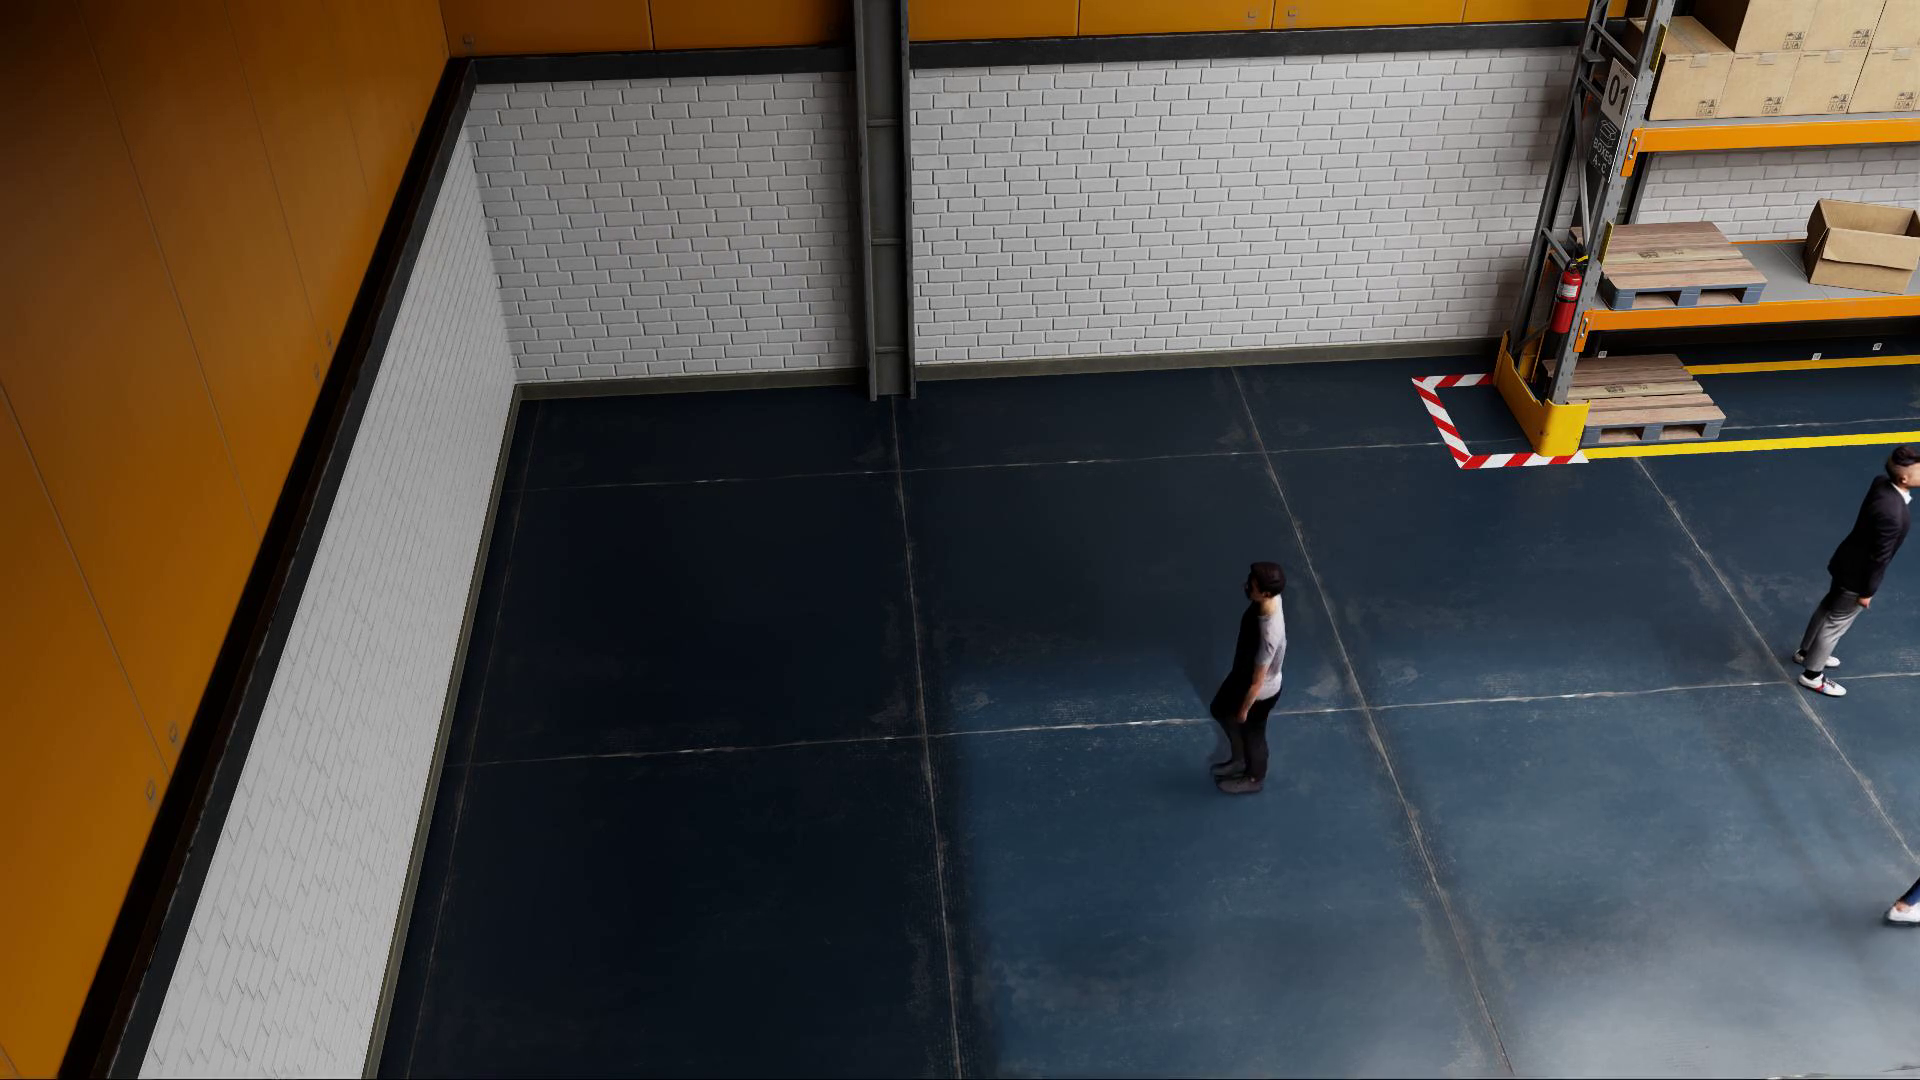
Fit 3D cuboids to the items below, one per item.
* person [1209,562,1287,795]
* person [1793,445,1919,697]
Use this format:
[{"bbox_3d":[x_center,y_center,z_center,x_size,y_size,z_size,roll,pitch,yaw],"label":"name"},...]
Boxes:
[{"bbox_3d":[1.887,0.879,10.135,0.687,1.854,0.749,4,39,5],"label":"person"},{"bbox_3d":[5.936,0.156,10.965,0.755,1.948,0.785,12,40,15],"label":"person"}]
